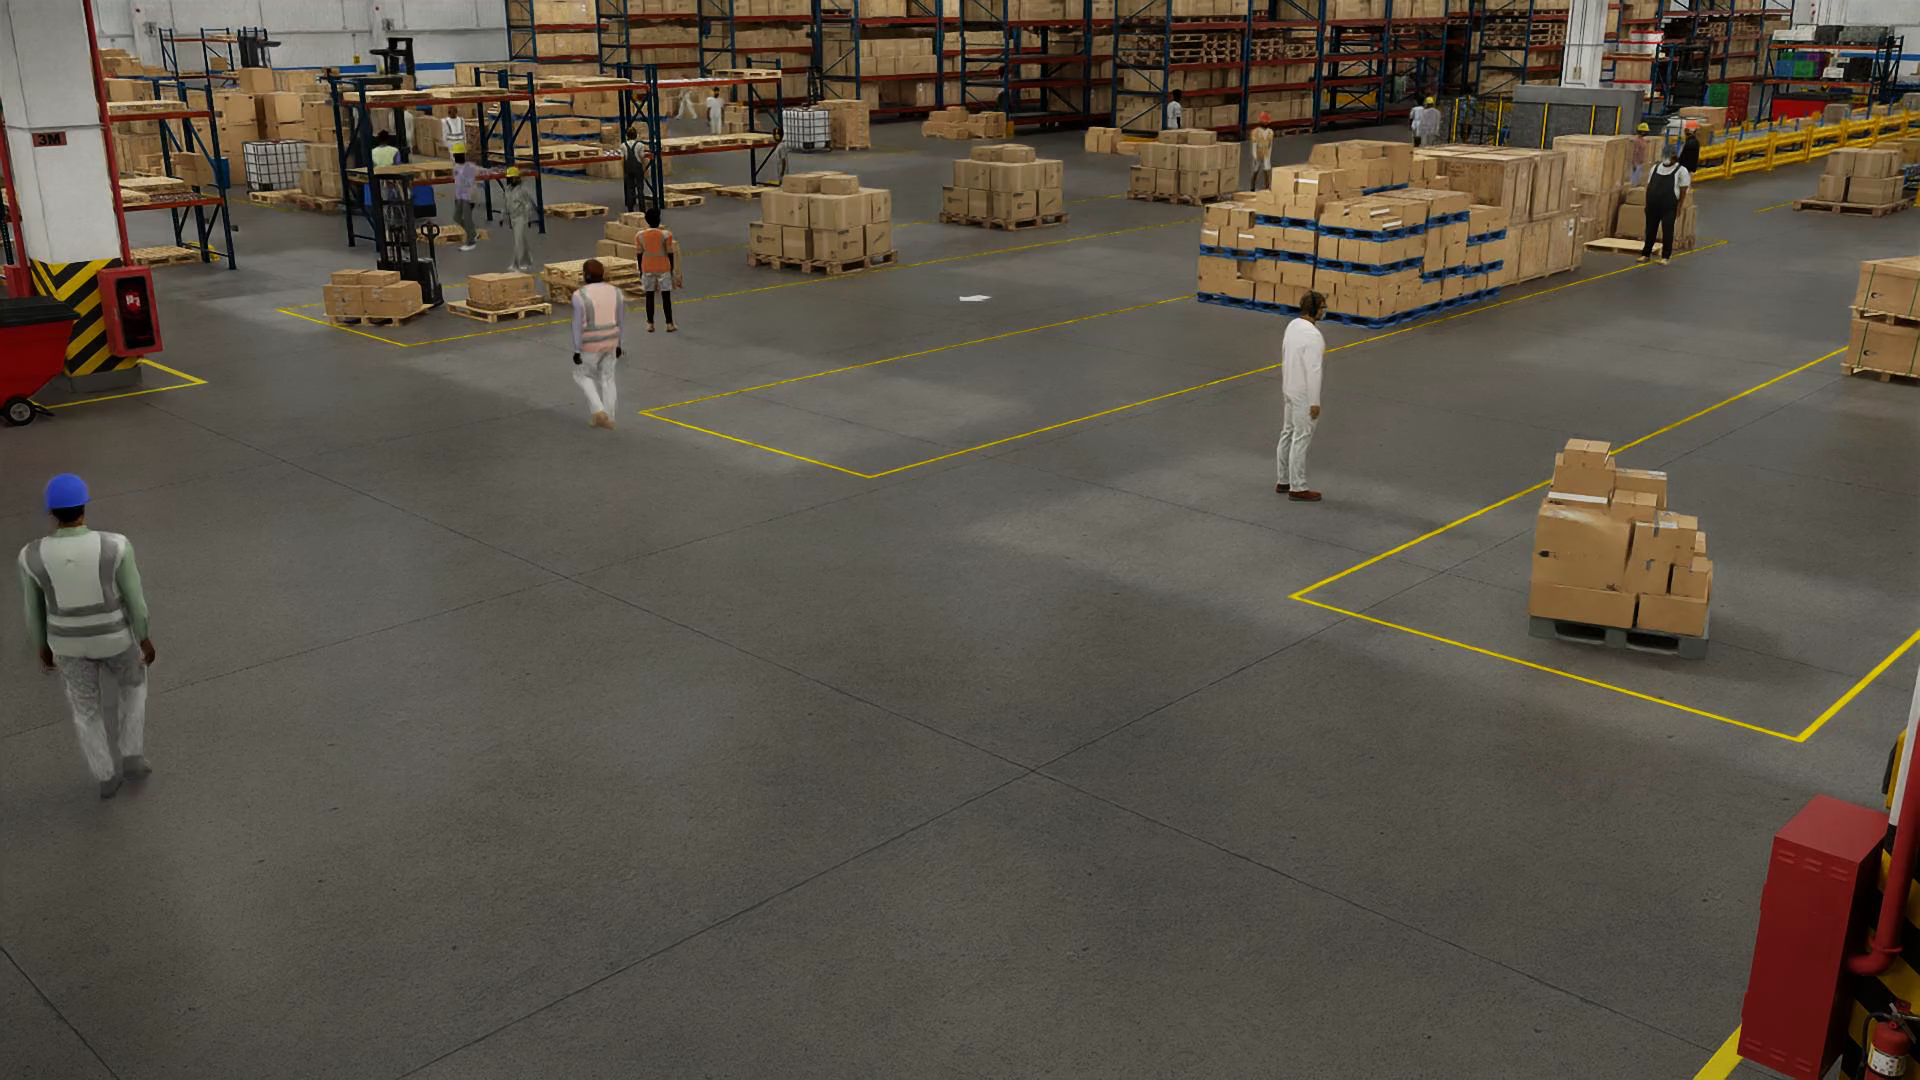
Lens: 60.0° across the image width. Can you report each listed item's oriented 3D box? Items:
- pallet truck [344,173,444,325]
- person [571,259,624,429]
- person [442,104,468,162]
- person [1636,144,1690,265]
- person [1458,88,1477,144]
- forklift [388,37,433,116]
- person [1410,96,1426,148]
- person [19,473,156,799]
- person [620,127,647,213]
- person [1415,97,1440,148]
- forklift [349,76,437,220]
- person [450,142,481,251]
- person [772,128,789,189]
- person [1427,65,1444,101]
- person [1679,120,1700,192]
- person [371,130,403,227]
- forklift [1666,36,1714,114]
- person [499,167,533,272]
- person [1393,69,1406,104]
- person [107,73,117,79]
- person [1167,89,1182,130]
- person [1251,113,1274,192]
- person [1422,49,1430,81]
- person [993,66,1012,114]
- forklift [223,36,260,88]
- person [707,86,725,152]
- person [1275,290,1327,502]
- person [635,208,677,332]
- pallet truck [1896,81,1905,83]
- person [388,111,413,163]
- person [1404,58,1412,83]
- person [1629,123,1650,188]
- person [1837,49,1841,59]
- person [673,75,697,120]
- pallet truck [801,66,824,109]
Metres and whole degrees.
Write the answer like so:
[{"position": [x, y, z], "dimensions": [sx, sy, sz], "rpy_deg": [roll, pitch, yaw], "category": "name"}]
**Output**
[{"position": [-8.209, -4.181, 23.757], "dimensions": [0.823, 1.965, 1.885], "rpy_deg": [3, 19, 9], "category": "pallet truck"}, {"position": [-3.845, -2.062, 17.640], "dimensions": [0.655, 1.827, 0.457], "rpy_deg": [-17, 25, -42], "category": "person"}, {"position": [-12.150, -9.551, 40.151], "dimensions": [0.595, 1.863, 0.595], "rpy_deg": [-14, 23, -36], "category": "person"}, {"position": [11.951, -5.709, 28.294], "dimensions": [0.536, 2.000, 0.680], "rpy_deg": [-16, 24, -39], "category": "person"}, {"position": [15.242, -12.755, 50.068], "dimensions": [0.552, 1.692, 0.381], "rpy_deg": [5, 19, 15], "category": "person"}, {"position": [-20.224, -16.850, 60.550], "dimensions": [1.129, 2.768, 1.873], "rpy_deg": [9, 20, 26], "category": "forklift"}, {"position": [12.796, -11.542, 46.441], "dimensions": [0.536, 1.673, 0.711], "rpy_deg": [12, 22, 33], "category": "person"}, {"position": [-5.002, 0.551, 9.600], "dimensions": [0.645, 1.930, 0.500], "rpy_deg": [-5, 19, -16], "category": "person"}, {"position": [-6.665, -7.517, 34.047], "dimensions": [0.508, 1.846, 0.345], "rpy_deg": [1, 18, 3], "category": "person"}, {"position": [12.250, -10.733, 43.773], "dimensions": [0.620, 1.815, 0.610], "rpy_deg": [-4, 19, -13], "category": "person"}, {"position": [-11.689, -7.984, 33.836], "dimensions": [1.873, 2.768, 1.129], "rpy_deg": [17, 25, 41], "category": "forklift"}, {"position": [-8.905, -6.167, 29.861], "dimensions": [0.605, 1.916, 0.420], "rpy_deg": [16, 24, 40], "category": "person"}, {"position": [-3.617, -7.388, 33.634], "dimensions": [0.332, 1.865, 0.520], "rpy_deg": [-2, 18, -6], "category": "person"}, {"position": [17.283, -16.254, 60.313], "dimensions": [0.646, 1.889, 0.586], "rpy_deg": [-13, 23, -35], "category": "person"}, {"position": [14.779, -7.519, 33.819], "dimensions": [0.377, 1.995, 0.608], "rpy_deg": [6, 19, 17], "category": "person"}, {"position": [-11.225, -7.064, 32.600], "dimensions": [0.605, 1.898, 0.651], "rpy_deg": [5, 19, 15], "category": "person"}, {"position": [27.341, -17.291, 61.877], "dimensions": [1.129, 2.768, 1.873], "rpy_deg": [17, 25, 41], "category": "forklift"}, {"position": [-7.422, -5.314, 27.629], "dimensions": [0.489, 1.710, 0.813], "rpy_deg": [12, 22, 31], "category": "person"}, {"position": [16.659, -17.074, 63.228], "dimensions": [0.543, 1.606, 0.474], "rpy_deg": [-2, 18, -6], "category": "person"}, {"position": [-27.445, -14.163, 53.961], "dimensions": [0.558, 1.915, 0.557], "rpy_deg": [10, 21, 28], "category": "person"}, {"position": [5.776, -11.104, 44.666], "dimensions": [0.368, 1.966, 0.603], "rpy_deg": [-7, 19, -19], "category": "person"}, {"position": [6.754, -8.547, 37.096], "dimensions": [0.545, 1.881, 1.012], "rpy_deg": [-4, 19, -11], "category": "person"}, {"position": [21.366, -21.425, 75.860], "dimensions": [0.664, 1.899, 0.734], "rpy_deg": [13, 22, 34], "category": "person"}, {"position": [1.478, -16.048, 59.736], "dimensions": [1.031, 1.858, 0.596], "rpy_deg": [-13, 23, -35], "category": "person"}, {"position": [-26.428, -17.328, 61.989], "dimensions": [1.129, 2.768, 1.873], "rpy_deg": [17, 25, 41], "category": "forklift"}, {"position": [-7.011, -12.106, 47.859], "dimensions": [0.557, 1.852, 0.409], "rpy_deg": [-9, 20, -26], "category": "person"}, {"position": [3.140, -1.327, 15.249], "dimensions": [0.362, 1.938, 0.631], "rpy_deg": [-4, 19, -11], "category": "person"}, {"position": [-4.149, -3.682, 22.722], "dimensions": [0.533, 1.698, 0.322], "rpy_deg": [1, 18, 3], "category": "person"}, {"position": [34.802, -16.331, 61.455], "dimensions": [0.653, 1.274, 1.630], "rpy_deg": [17, 25, 41], "category": "pallet truck"}, {"position": [-13.821, -9.928, 41.206], "dimensions": [0.627, 1.918, 0.539], "rpy_deg": [-13, 22, -33], "category": "person"}, {"position": [21.155, -22.185, 78.580], "dimensions": [0.508, 1.629, 0.316], "rpy_deg": [-17, 25, -41], "category": "person"}, {"position": [14.701, -8.136, 36.035], "dimensions": [0.313, 1.767, 0.534], "rpy_deg": [13, 22, 34], "category": "person"}, {"position": [41.207, -22.277, 78.306], "dimensions": [0.400, 1.986, 0.608], "rpy_deg": [13, 22, 34], "category": "person"}, {"position": [-9.833, -15.811, 59.425], "dimensions": [0.870, 1.592, 0.525], "rpy_deg": [-2, 19, -7], "category": "person"}, {"position": [-4.812, -15.182, 56.903], "dimensions": [0.823, 1.965, 1.885], "rpy_deg": [-9, 21, -26], "category": "pallet truck"}]
